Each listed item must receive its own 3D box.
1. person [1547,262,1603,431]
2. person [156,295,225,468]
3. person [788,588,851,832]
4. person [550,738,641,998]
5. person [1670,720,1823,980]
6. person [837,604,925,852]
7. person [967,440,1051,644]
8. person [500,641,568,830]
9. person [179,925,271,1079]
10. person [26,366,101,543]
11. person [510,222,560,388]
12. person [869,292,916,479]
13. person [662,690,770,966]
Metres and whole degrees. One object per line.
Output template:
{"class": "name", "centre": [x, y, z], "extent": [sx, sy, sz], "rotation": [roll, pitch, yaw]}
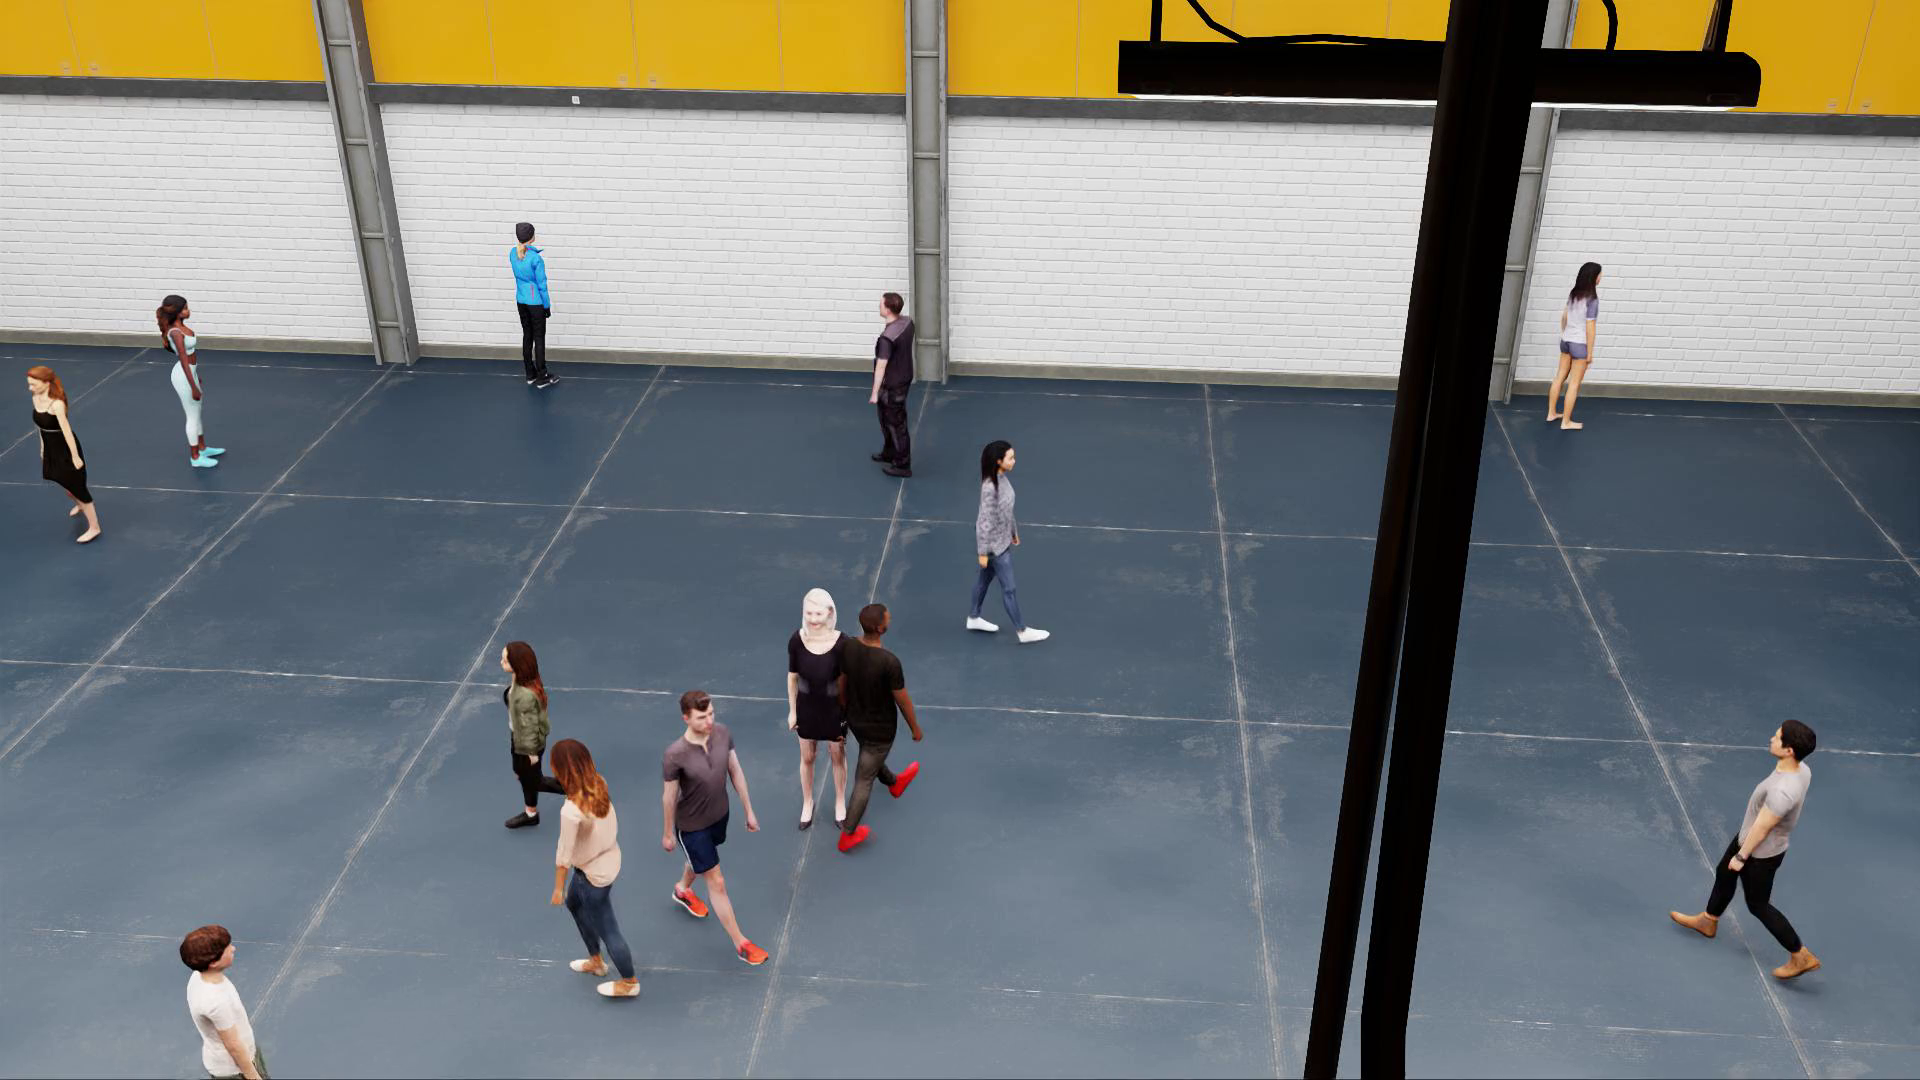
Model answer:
{"class": "person", "centre": [6.221, -1.974, 16.787], "extent": [0.624, 1.733, 0.650], "rotation": [-9, 30, -16]}
{"class": "person", "centre": [-7.431, -1.535, 15.991], "extent": [0.653, 1.724, 0.639], "rotation": [-10, 30, -17]}
{"class": "person", "centre": [-0.912, 1.127, 11.000], "extent": [0.470, 1.829, 0.668], "rotation": [0, 29, -1]}
{"class": "person", "centre": [-2.018, 1.929, 9.593], "extent": [0.728, 1.768, 0.665], "rotation": [4, 29, 8]}
{"class": "person", "centre": [4.824, 1.845, 9.824], "extent": [1.184, 1.694, 0.955], "rotation": [18, 33, 29]}
{"class": "person", "centre": [-0.643, 1.259, 10.818], "extent": [1.173, 1.772, 1.127], "rotation": [19, 34, 31]}
{"class": "person", "centre": [0.198, -0.001, 13.189], "extent": [0.968, 1.713, 0.724], "rotation": [7, 29, 12]}
{"class": "person", "centre": [-2.792, 1.308, 11.053], "extent": [0.943, 1.461, 0.786], "rotation": [-9, 30, -16]}
{"class": "person", "centre": [-3.731, 2.665, 8.377], "extent": [0.990, 1.641, 0.863], "rotation": [-16, 33, -27]}
{"class": "person", "centre": [-7.932, -0.790, 14.750], "extent": [0.880, 1.604, 1.003], "rotation": [20, 34, 32]}
{"class": "person", "centre": [-4.568, -2.513, 17.706], "extent": [0.626, 1.798, 0.746], "rotation": [17, 33, 28]}
{"class": "person", "centre": [-0.537, -1.453, 15.721], "extent": [0.807, 1.838, 0.819], "rotation": [9, 30, 16]}
{"class": "person", "centre": [-1.599, 1.658, 10.060], "extent": [1.289, 1.797, 1.136], "rotation": [23, 36, 36]}
